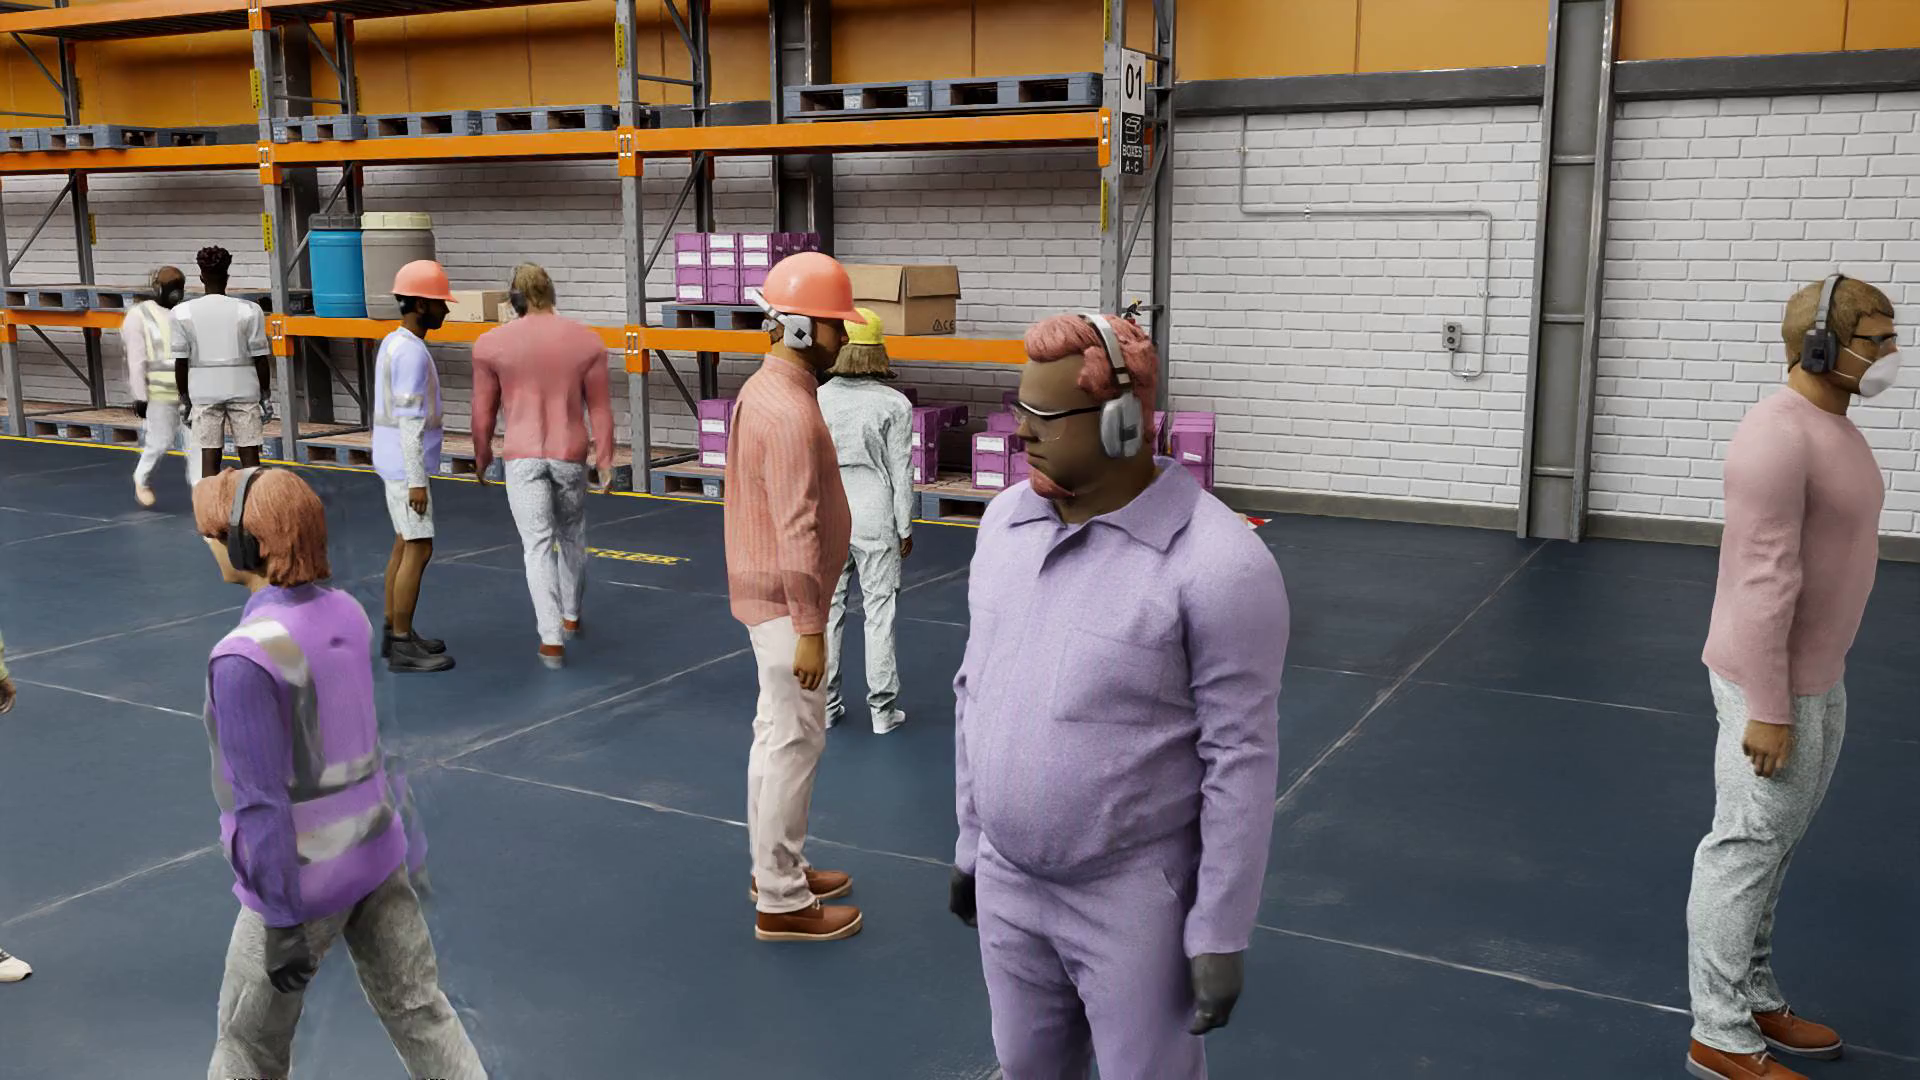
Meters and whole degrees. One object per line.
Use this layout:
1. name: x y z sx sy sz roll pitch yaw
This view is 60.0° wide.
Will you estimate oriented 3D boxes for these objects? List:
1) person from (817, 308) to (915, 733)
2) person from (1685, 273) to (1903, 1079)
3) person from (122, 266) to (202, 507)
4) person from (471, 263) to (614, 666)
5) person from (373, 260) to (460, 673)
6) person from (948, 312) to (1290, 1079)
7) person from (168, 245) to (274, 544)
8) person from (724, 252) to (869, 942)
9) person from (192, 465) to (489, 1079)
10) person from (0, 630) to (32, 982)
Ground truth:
1. person: -0.409 -0.076 6.827 0.484 1.736 0.321 3 11 17
2. person: 1.972 0.347 3.953 0.371 1.940 0.627 8 13 38
3. person: -5.734 -1.072 12.067 0.777 1.824 0.631 8 13 36
4. person: -2.043 -0.392 8.123 0.640 1.889 0.934 -5 11 -24
5. person: -2.551 -0.351 7.849 0.444 1.917 0.545 -4 11 -22
6. person: 0.209 0.575 2.801 0.402 1.904 0.638 -10 14 -43
7. person: -4.863 -0.952 10.998 0.602 1.966 0.368 -4 11 -19
8. person: -0.464 0.174 4.790 0.410 1.982 0.626 -2 11 -13
9. person: -1.237 0.649 3.227 0.847 1.599 0.535 2 10 8
10. person: -2.731 0.368 4.331 0.322 1.761 0.522 5 12 27
